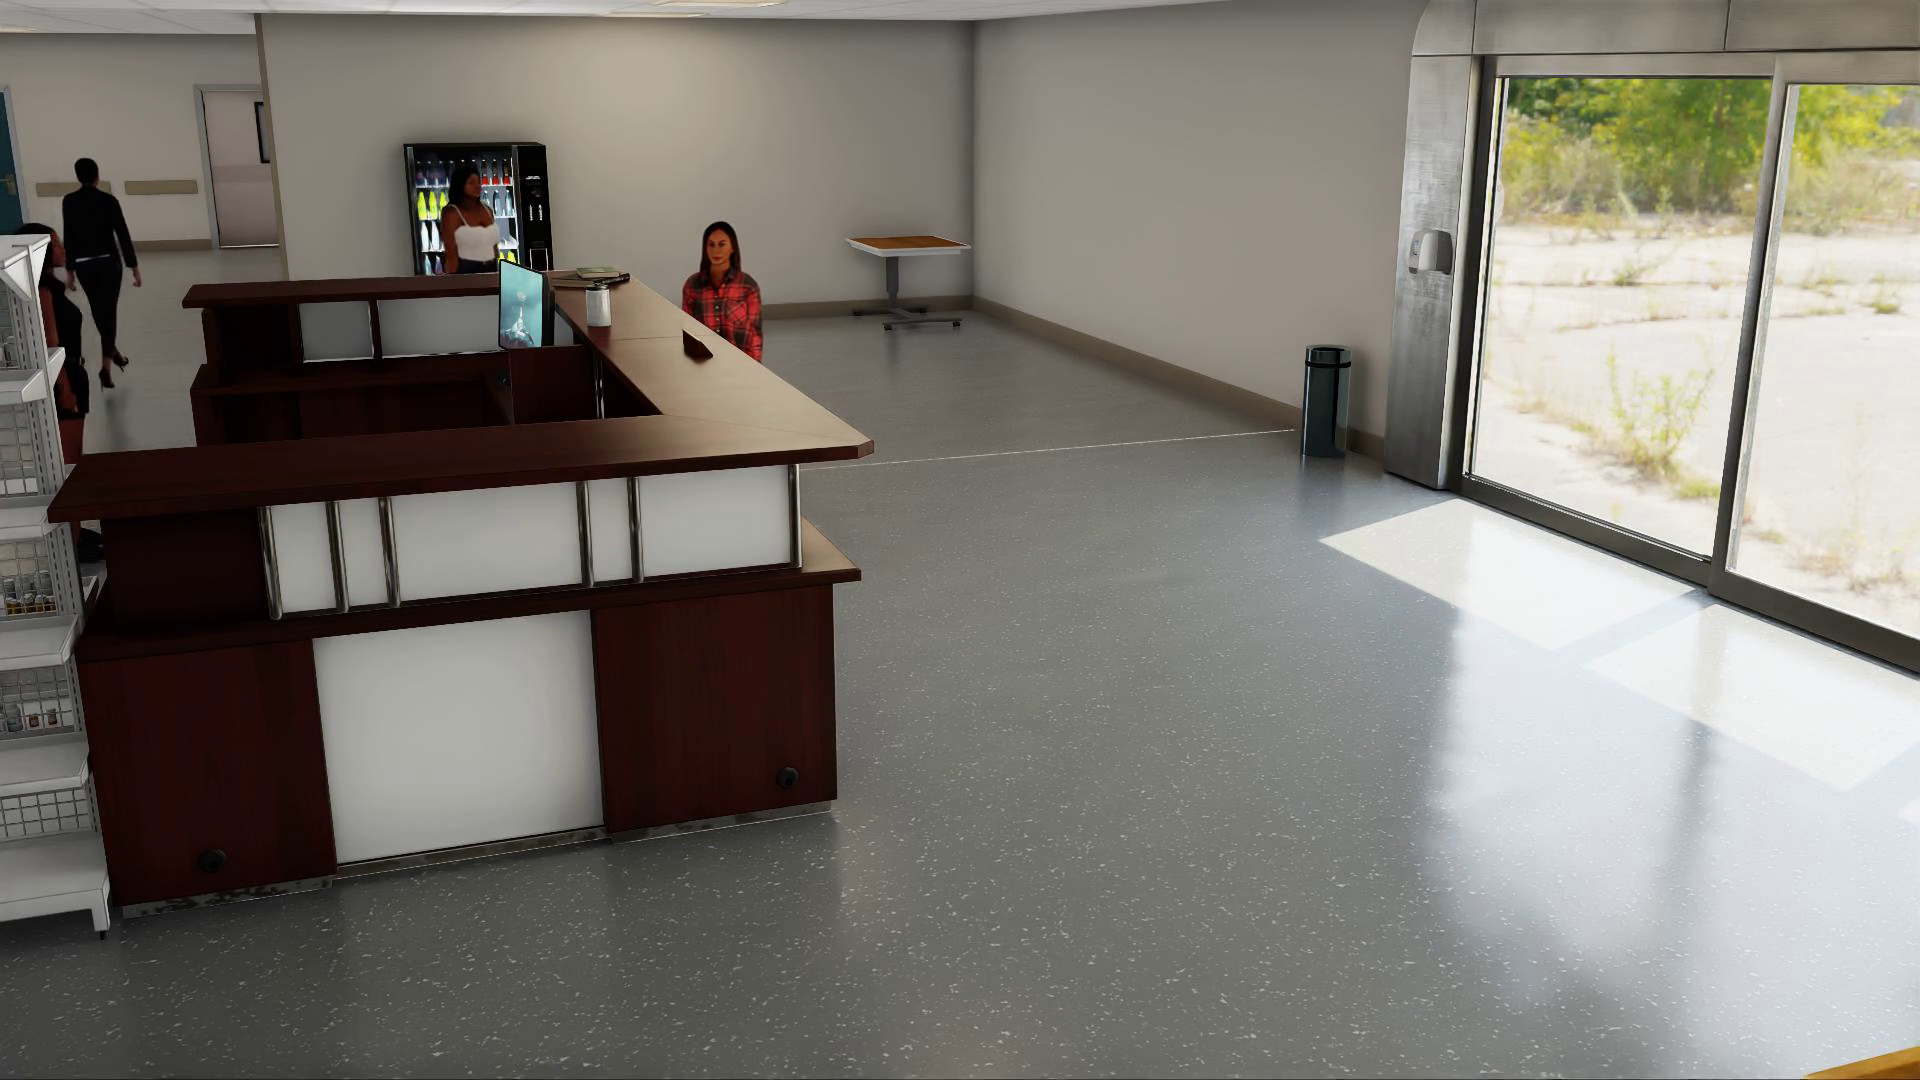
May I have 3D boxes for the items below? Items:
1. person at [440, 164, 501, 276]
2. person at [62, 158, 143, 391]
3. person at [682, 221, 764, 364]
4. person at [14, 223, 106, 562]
[{"bbox_3d":[-3.818,-1.996,12.908,0.903,1.803,0.849,11,19,34],"label":"person"},{"bbox_3d":[-6.843,-2.068,13.190,1.117,1.788,0.841,-3,16,-10],"label":"person"},{"bbox_3d":[-1.310,-0.922,9.288,0.620,1.701,0.749,1,16,3],"label":"person"},{"bbox_3d":[-4.686,-0.767,8.661,0.532,1.743,0.623,-7,17,-23],"label":"person"}]
